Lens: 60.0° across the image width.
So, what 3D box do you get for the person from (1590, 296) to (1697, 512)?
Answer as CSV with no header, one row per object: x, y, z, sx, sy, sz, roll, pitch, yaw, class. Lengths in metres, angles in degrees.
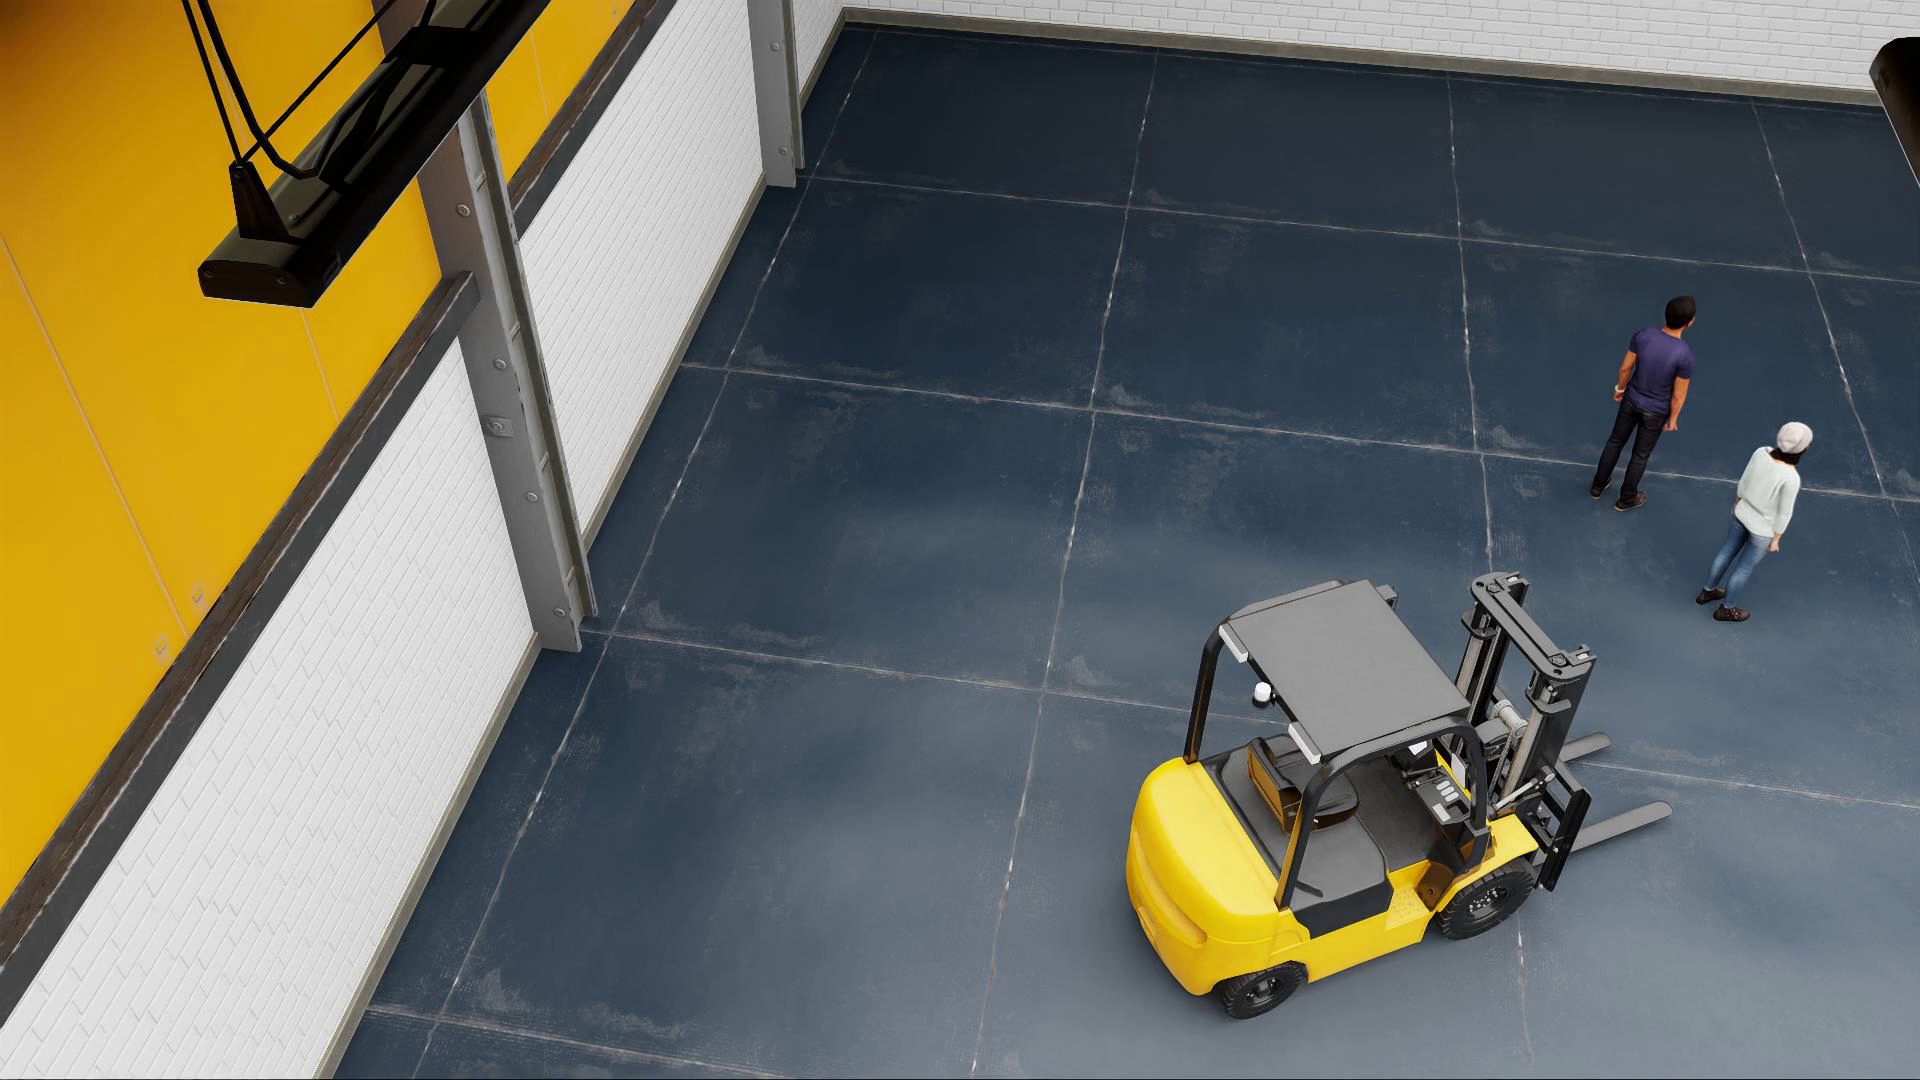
4.882,-0.975,11.853,0.732,1.791,0.716,-33,53,-30,person

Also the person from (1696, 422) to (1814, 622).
5.314,-0.138,11.082,0.702,1.644,0.578,-13,45,-14,person
